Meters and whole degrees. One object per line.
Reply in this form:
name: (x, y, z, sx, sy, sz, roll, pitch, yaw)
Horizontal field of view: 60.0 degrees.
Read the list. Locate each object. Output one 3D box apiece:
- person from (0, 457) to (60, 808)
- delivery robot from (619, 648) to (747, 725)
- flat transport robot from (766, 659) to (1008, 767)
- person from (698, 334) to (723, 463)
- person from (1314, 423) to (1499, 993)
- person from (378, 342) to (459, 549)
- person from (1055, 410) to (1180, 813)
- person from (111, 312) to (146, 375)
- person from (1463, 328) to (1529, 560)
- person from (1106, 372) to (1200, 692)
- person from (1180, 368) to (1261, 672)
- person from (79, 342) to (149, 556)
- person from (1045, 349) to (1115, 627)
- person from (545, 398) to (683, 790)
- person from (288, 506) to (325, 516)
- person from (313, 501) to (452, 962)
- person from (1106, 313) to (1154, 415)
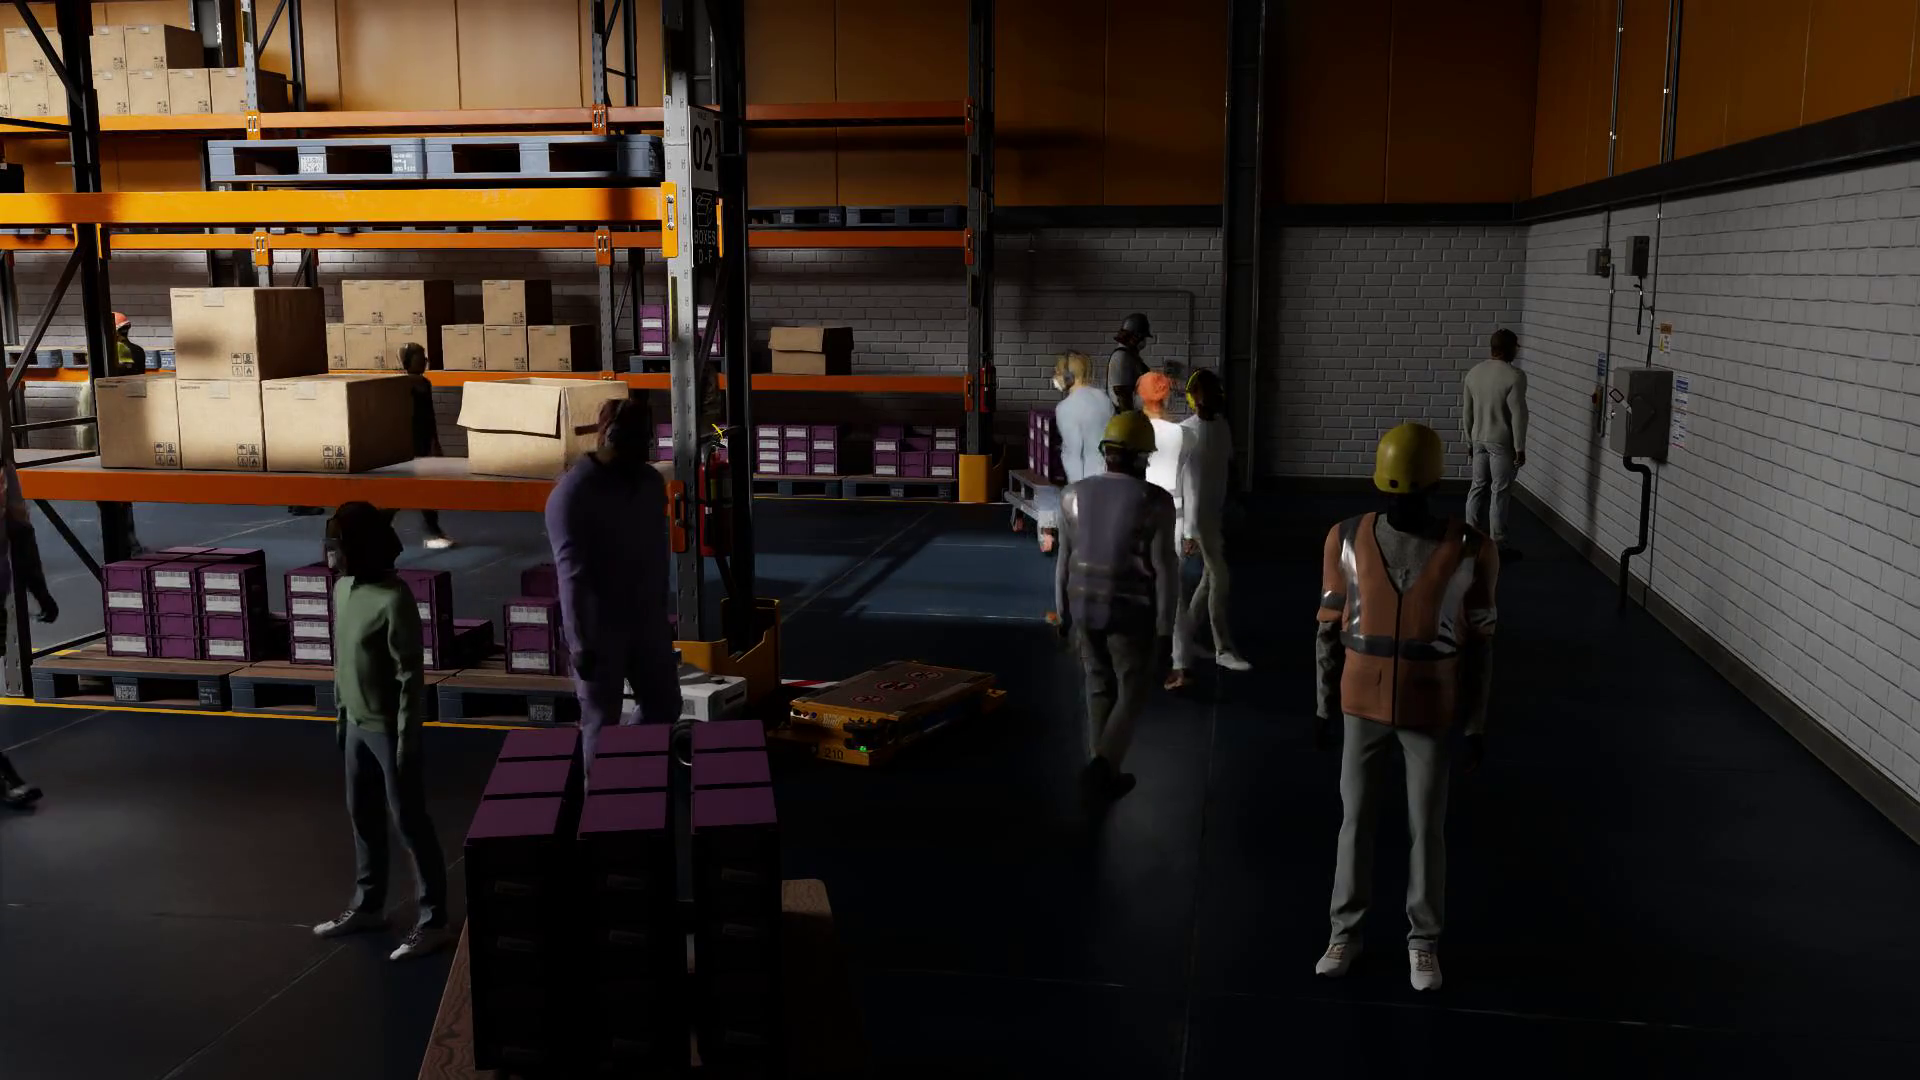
person: (-4.405, 0.246, 7.553, 0.850, 1.901, 0.556, 3, 10, 20)
delivery robot: (-1.418, 0.774, 8.189, 0.707, 0.478, 0.477, 4, 10, 22)
flat transport robot: (-0.366, 0.877, 8.720, 0.652, 0.197, 1.431, 5, 10, 29)
person: (-2.555, -1.129, 16.369, 0.432, 1.826, 0.641, 0, 9, -1)
person: (1.480, 0.561, 5.590, 0.585, 1.917, 0.381, 4, 10, 21)
person: (-4.816, -0.823, 14.514, 0.824, 1.815, 0.515, 2, 9, 11)
person: (0.659, 0.329, 7.380, 0.624, 1.804, 0.661, 6, 11, 33)
person: (-8.835, -1.412, 17.607, 0.387, 1.989, 0.608, 0, 9, 3)
person: (4.499, -0.802, 13.975, 0.355, 1.937, 0.635, -5, 10, -29)
person: (1.120, -0.060, 9.668, 0.585, 1.845, 0.946, -2, 9, -10)
person: (1.562, -0.126, 10.169, 0.549, 1.845, 0.618, 6, 11, 33)
person: (-7.063, -0.767, 14.140, 0.702, 1.807, 0.627, 4, 10, 25)
person: (0.971, -0.321, 11.120, 0.810, 1.906, 0.654, 6, 11, 34)
person: (-1.426, 0.349, 6.956, 0.411, 1.889, 0.667, 7, 12, 38)
person: (-6.561, -1.213, 16.527, 0.378, 1.938, 0.547, -5, 10, -27)
person: (-2.073, 0.667, 5.890, 0.574, 1.621, 0.332, 8, 12, 41)
person: (1.641, -1.124, 15.660, 0.535, 2.000, 0.674, 1, 9, 7)
